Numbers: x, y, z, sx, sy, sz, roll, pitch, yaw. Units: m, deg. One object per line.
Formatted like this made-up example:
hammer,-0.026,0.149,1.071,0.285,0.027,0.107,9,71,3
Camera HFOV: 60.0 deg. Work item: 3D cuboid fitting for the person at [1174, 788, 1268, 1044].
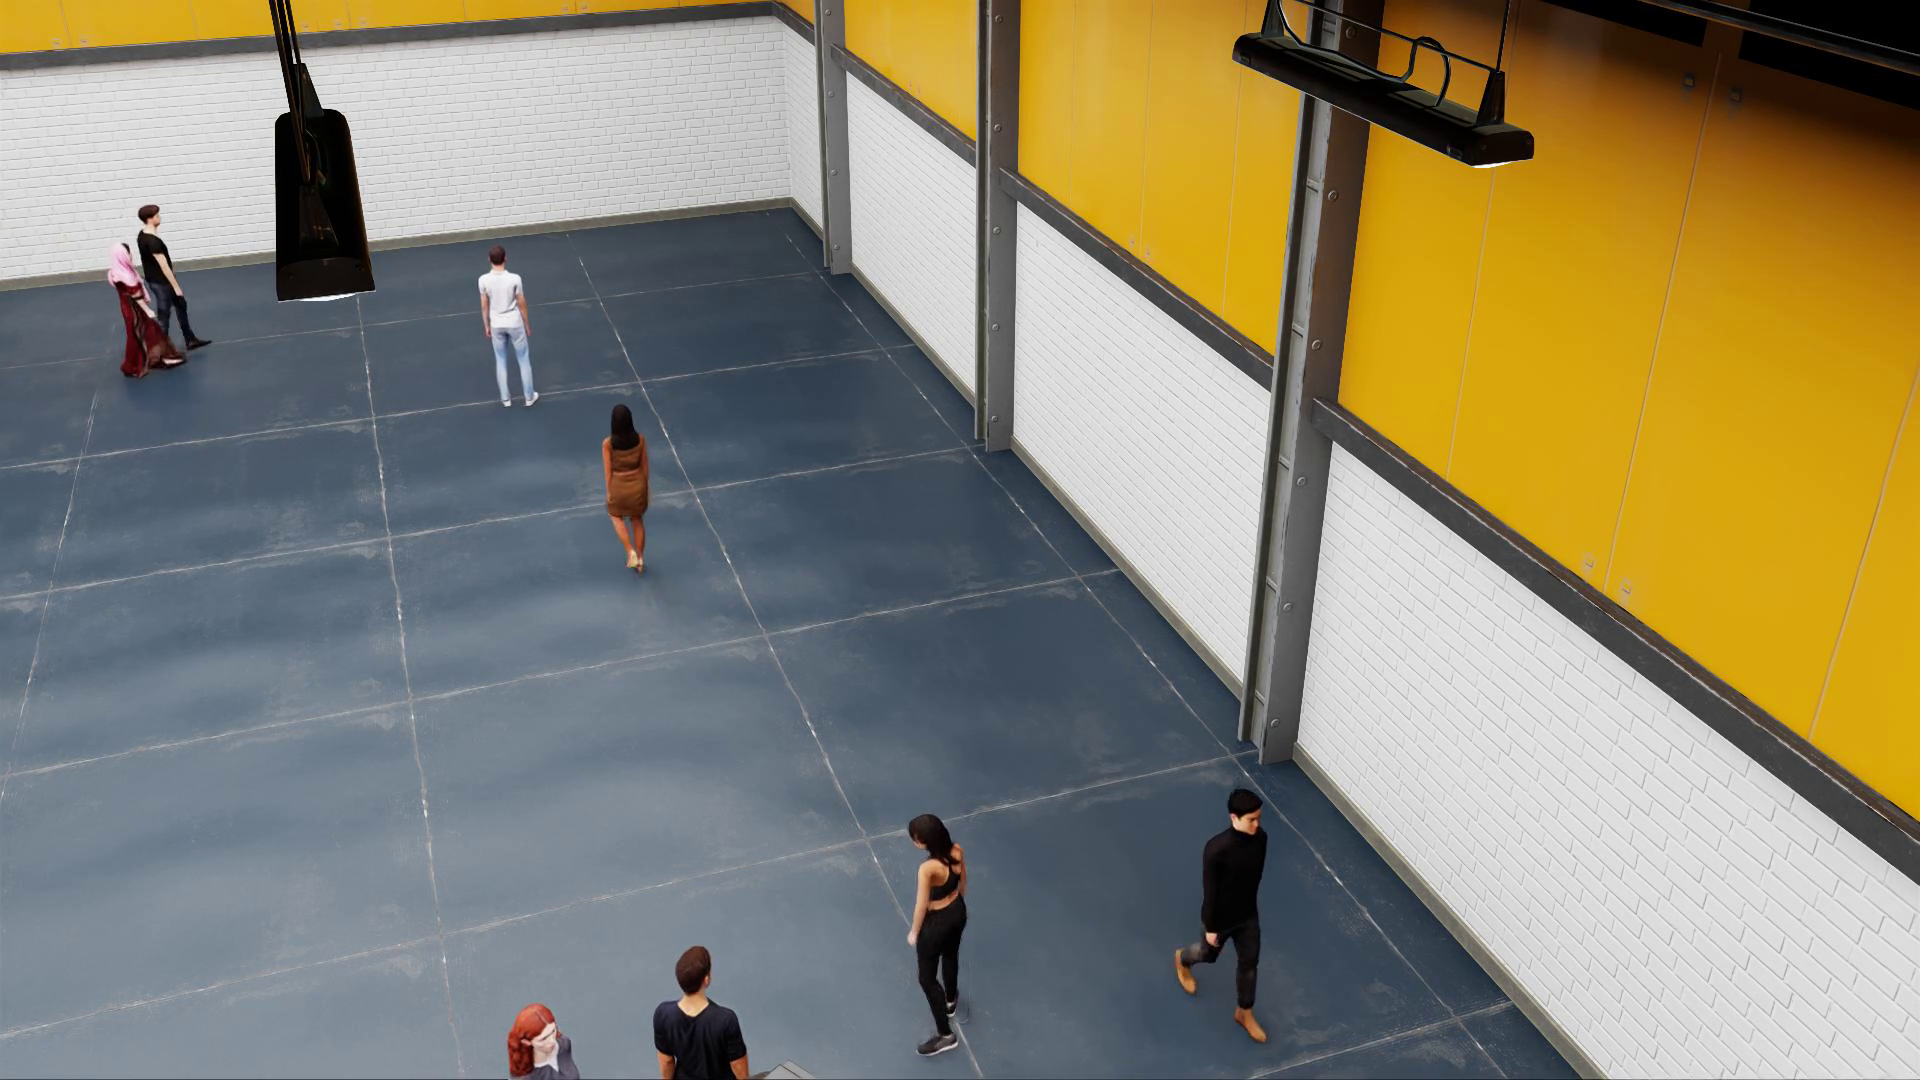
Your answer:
person,1.621,2.234,10.263,0.706,1.713,1.061,-13,31,-23

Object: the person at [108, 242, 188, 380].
person,-9.625,-2.634,19.302,0.808,1.605,0.949,-16,33,-27

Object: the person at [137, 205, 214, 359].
person,-9.569,-3.026,19.738,0.869,1.876,0.892,-17,33,-28

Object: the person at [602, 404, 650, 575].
person,-3.007,-0.416,15.163,0.615,1.676,0.644,-14,32,-25

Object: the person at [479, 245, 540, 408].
person,-5.063,-2.381,18.583,0.730,1.849,0.680,-1,29,-2

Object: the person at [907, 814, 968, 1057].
person,-0.086,2.330,10.182,0.909,1.625,0.896,-19,34,-31

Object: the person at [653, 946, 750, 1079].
person,-1.349,2.929,8.846,0.710,1.851,0.676,2,29,4

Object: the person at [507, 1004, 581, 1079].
person,-2.112,3.093,8.620,0.711,1.780,0.662,14,32,24
